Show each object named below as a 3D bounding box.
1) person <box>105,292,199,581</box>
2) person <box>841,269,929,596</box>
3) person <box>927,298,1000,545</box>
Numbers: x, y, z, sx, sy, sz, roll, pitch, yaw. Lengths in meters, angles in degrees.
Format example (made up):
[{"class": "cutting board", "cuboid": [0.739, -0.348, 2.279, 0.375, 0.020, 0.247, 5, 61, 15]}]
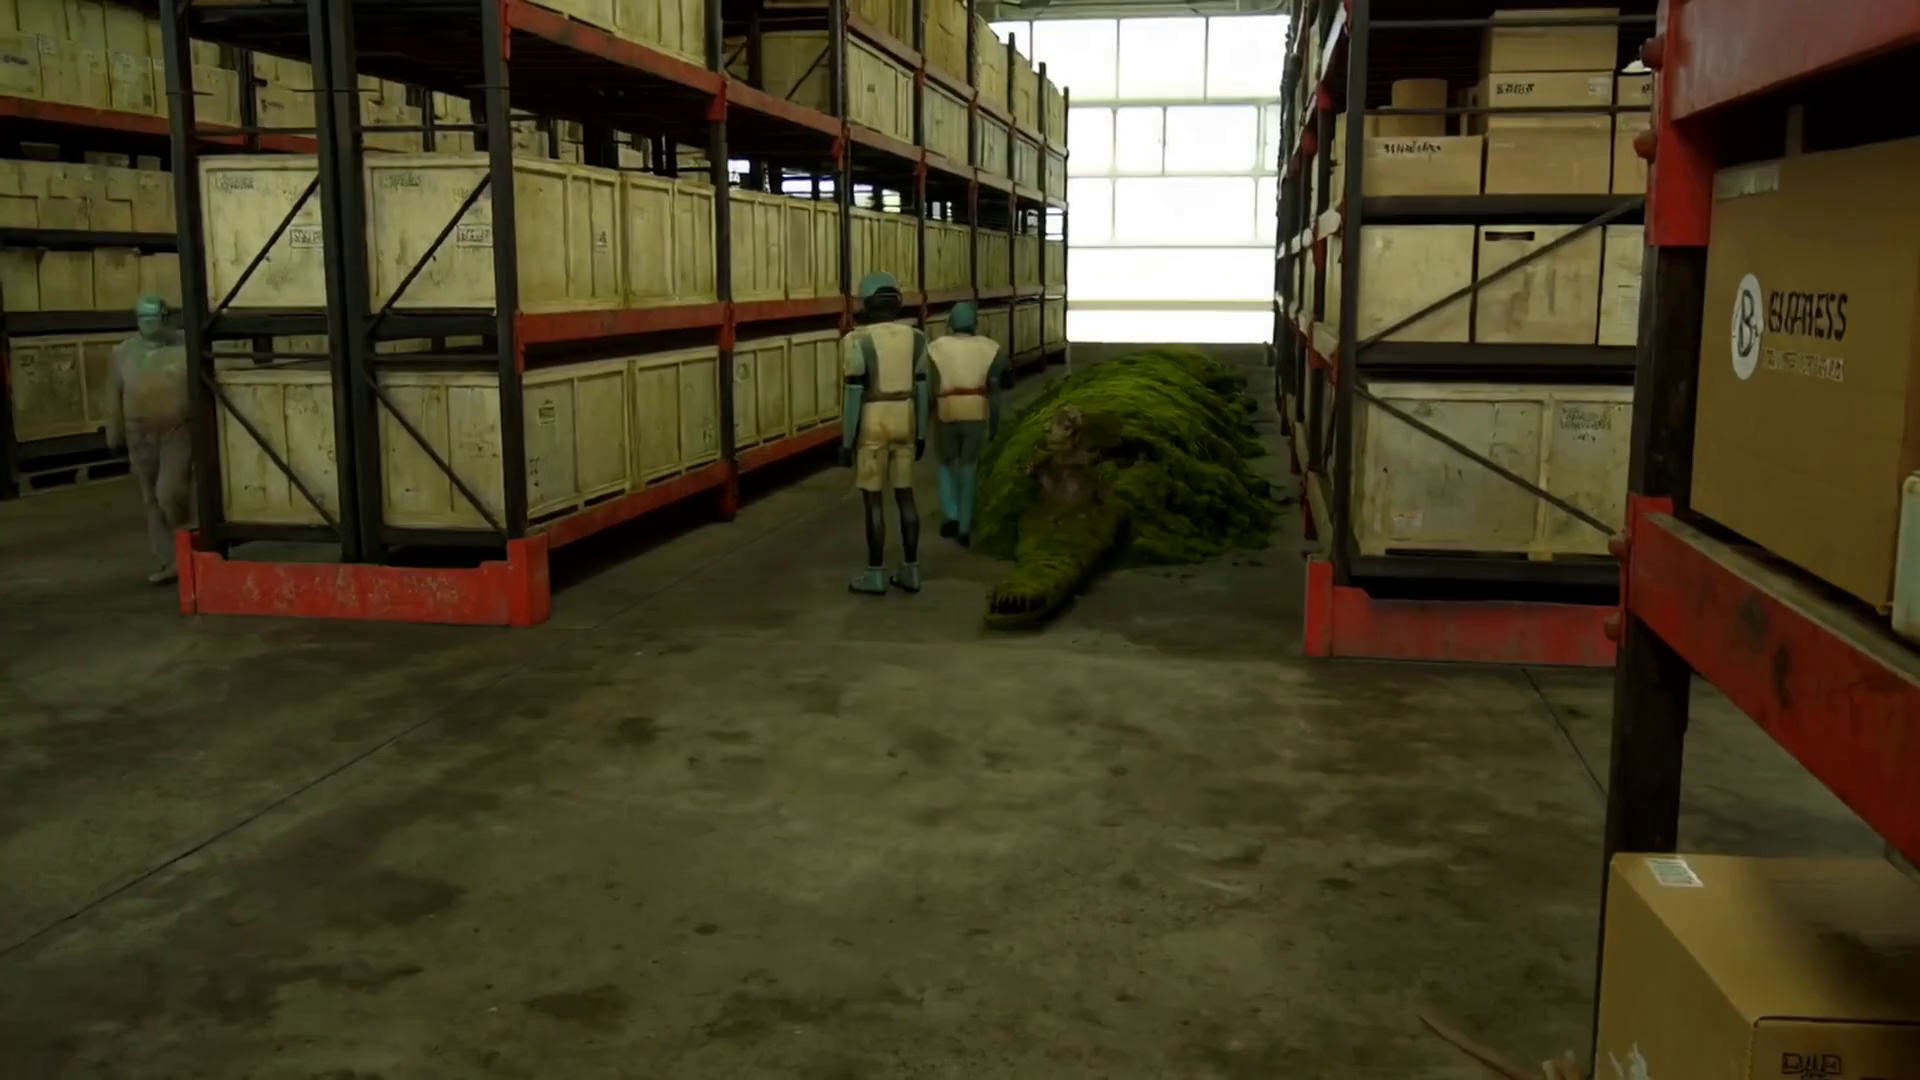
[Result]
[{"class": "person", "cuboid": [-5.261, -0.673, 10.919, 0.652, 1.891, 0.436, 0, 9, 3]}, {"class": "person", "cuboid": [-0.487, -0.669, 10.439, 0.607, 2.040, 0.378, -6, 11, -34]}, {"class": "person", "cuboid": [0.020, -0.879, 12.390, 0.577, 1.825, 0.498, -2, 9, -10]}]
